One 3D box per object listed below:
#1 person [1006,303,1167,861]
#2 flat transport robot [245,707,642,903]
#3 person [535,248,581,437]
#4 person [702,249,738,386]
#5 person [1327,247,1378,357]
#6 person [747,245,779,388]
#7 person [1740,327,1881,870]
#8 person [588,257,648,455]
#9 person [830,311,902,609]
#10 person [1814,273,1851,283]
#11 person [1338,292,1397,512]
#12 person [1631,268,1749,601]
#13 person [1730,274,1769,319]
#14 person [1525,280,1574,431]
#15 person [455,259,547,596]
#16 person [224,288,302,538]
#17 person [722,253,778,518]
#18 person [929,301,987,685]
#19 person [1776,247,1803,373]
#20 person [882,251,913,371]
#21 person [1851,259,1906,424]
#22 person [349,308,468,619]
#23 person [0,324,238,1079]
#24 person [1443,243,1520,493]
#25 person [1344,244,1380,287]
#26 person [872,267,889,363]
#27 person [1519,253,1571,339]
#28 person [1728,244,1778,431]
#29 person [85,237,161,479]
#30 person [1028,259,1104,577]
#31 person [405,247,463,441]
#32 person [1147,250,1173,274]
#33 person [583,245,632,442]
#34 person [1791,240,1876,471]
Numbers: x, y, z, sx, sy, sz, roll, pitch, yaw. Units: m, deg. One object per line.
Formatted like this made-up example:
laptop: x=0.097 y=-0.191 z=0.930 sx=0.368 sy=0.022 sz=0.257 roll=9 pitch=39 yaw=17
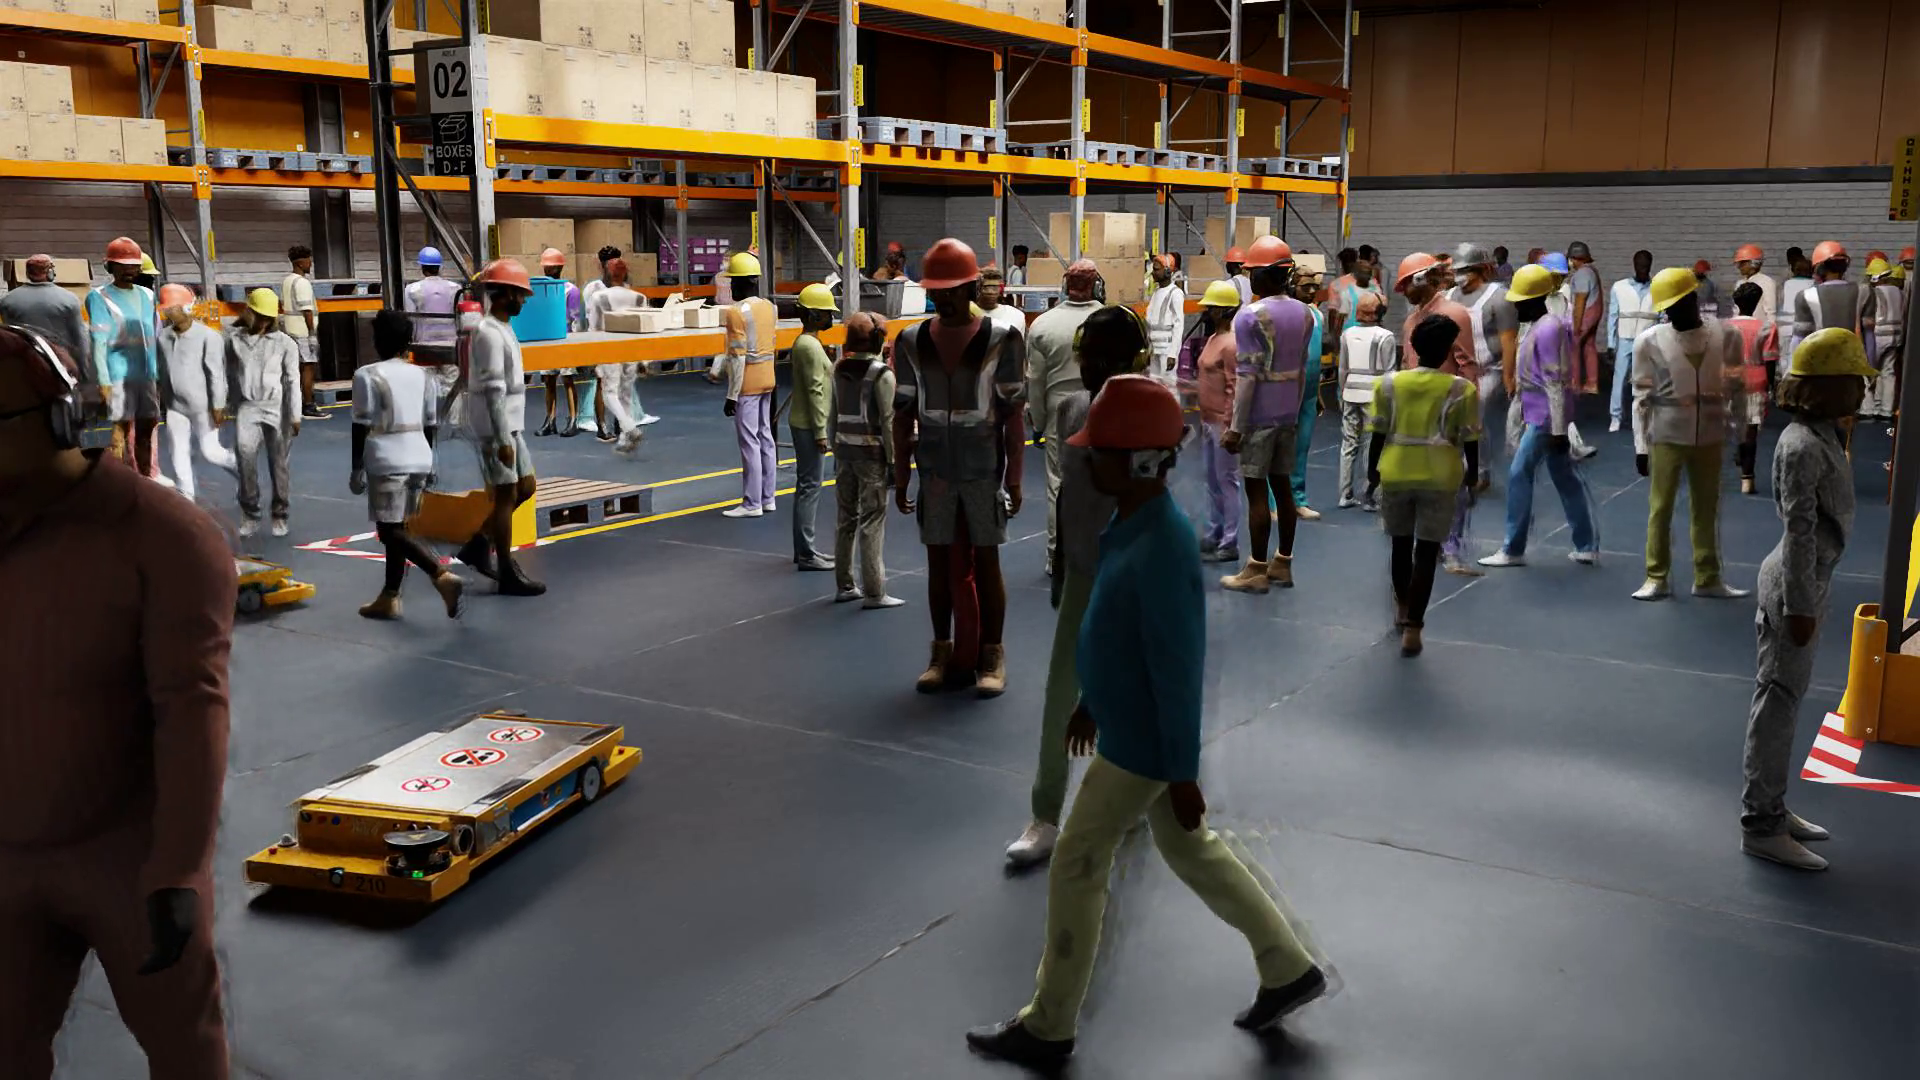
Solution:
person: x=0.443 y=0.149 z=5.410 sx=0.545 sy=1.817 sz=0.828 roll=8 pitch=13 yaw=39
flat transport robot: x=-1.712 y=0.866 z=5.736 sx=0.652 sy=0.197 sz=1.431 roll=3 pitch=11 yaw=15
person: x=-4.164 y=-2.026 z=17.134 sx=0.545 sy=1.942 sz=0.349 roll=3 pitch=11 yaw=18
person: x=-3.212 y=-3.098 z=23.254 sx=0.643 sy=1.871 sz=1.028 roll=5 pitch=12 yaw=27
person: x=4.699 y=-2.521 z=19.867 sx=0.641 sy=1.944 sz=0.643 roll=2 pitch=10 yaw=12
person: x=-2.752 y=-3.053 z=22.671 sx=0.622 sy=1.992 sz=0.394 roll=9 pitch=13 yaw=40
person: x=2.777 y=0.181 z=5.449 sx=0.296 sy=1.745 sz=0.485 roll=6 pitch=12 yaw=29
person: x=-3.150 y=-1.696 z=15.530 sx=0.610 sy=1.865 sz=0.595 roll=-7 pitch=13 yaw=-35
person: x=-0.530 y=-0.435 z=9.189 sx=0.319 sy=1.629 sz=0.529 roll=-10 pitch=14 yaw=-42
person: x=11.718 y=-2.883 z=22.302 sx=0.987 sy=1.783 sz=0.649 roll=-5 pitch=11 yaw=-26
person: x=3.040 y=-1.025 z=12.431 sx=0.307 sy=1.637 sz=0.519 roll=-7 pitch=13 yaw=-36
person: x=4.119 y=-0.567 z=9.261 sx=0.772 sy=1.875 sz=0.369 roll=1 pitch=10 yaw=4
person: x=9.729 y=-2.465 z=20.464 sx=0.569 sy=1.604 sz=0.729 roll=5 pitch=11 yaw=26
person: x=6.185 y=-1.971 z=17.507 sx=0.537 sy=1.696 sz=0.317 roll=8 pitch=13 yaw=38
person: x=-2.637 y=-0.642 z=9.525 sx=0.451 sy=1.914 sz=0.624 roll=-1 pitch=10 yaw=-6
person: x=-4.691 y=-0.850 z=11.259 sx=0.501 sy=1.702 sz=0.517 roll=-2 pitch=10 yaw=-8
person: x=-1.546 y=-1.122 z=12.161 sx=0.365 sy=1.928 sz=0.585 roll=4 pitch=11 yaw=21
person: x=0.005 y=-0.220 z=7.606 sx=0.308 sy=1.772 sz=0.523 roll=5 pitch=12 yaw=27
person: x=12.662 y=-3.520 z=25.472 sx=0.377 sy=1.917 sz=0.600 roll=3 pitch=11 yaw=15
person: x=-0.634 y=-2.123 z=17.768 sx=0.401 sy=1.907 sz=0.605 roll=4 pitch=11 yaw=23
person: x=10.146 y=-2.189 z=18.385 sx=0.598 sy=1.821 sz=0.425 roll=-5 pitch=11 yaw=-27
person: x=-2.897 y=-0.377 z=8.743 sx=0.705 sy=1.669 sz=0.537 roll=4 pitch=11 yaw=23
person: x=-1.599 y=0.574 z=2.911 sx=0.649 sy=1.872 sz=0.845 roll=0 pitch=10 yaw=1
person: x=3.952 y=-1.347 z=13.094 sx=0.996 sy=2.000 sz=0.700 roll=-6 pitch=12 yaw=-29
person: x=6.476 y=-3.805 z=26.959 sx=0.633 sy=1.951 sz=0.429 roll=6 pitch=12 yaw=28
person: x=-1.124 y=-3.127 z=24.085 sx=0.288 sy=1.633 sz=0.497 roll=-1 pitch=10 yaw=-7
person: x=6.408 y=-2.205 z=18.296 sx=0.339 sy=1.883 sz=0.586 roll=-9 pitch=14 yaw=-41
person: x=8.448 y=-2.160 z=17.773 sx=0.428 sy=1.981 sz=0.641 roll=-2 pitch=10 yaw=-11
person: x=-6.229 y=-1.247 z=12.536 sx=0.375 sy=2.040 sz=0.616 roll=3 pitch=11 yaw=19
person: x=0.728 y=-0.712 z=9.946 sx=0.643 sy=1.909 sz=0.410 roll=1 pitch=10 yaw=7
person: x=-5.295 y=-1.975 z=16.821 sx=0.613 sy=1.950 sz=0.376 roll=-7 pitch=12 yaw=-33
person: x=3.167 y=-3.758 z=26.780 sx=0.622 sy=1.932 sz=0.367 roll=-2 pitch=10 yaw=-11
person: x=-3.505 y=-1.974 z=16.774 sx=0.367 sy=1.966 sz=0.607 roll=6 pitch=12 yaw=31
person: x=7.061 y=-1.407 z=13.490 sx=0.646 sy=2.015 sz=0.468 roll=2 pitch=11 yaw=13
